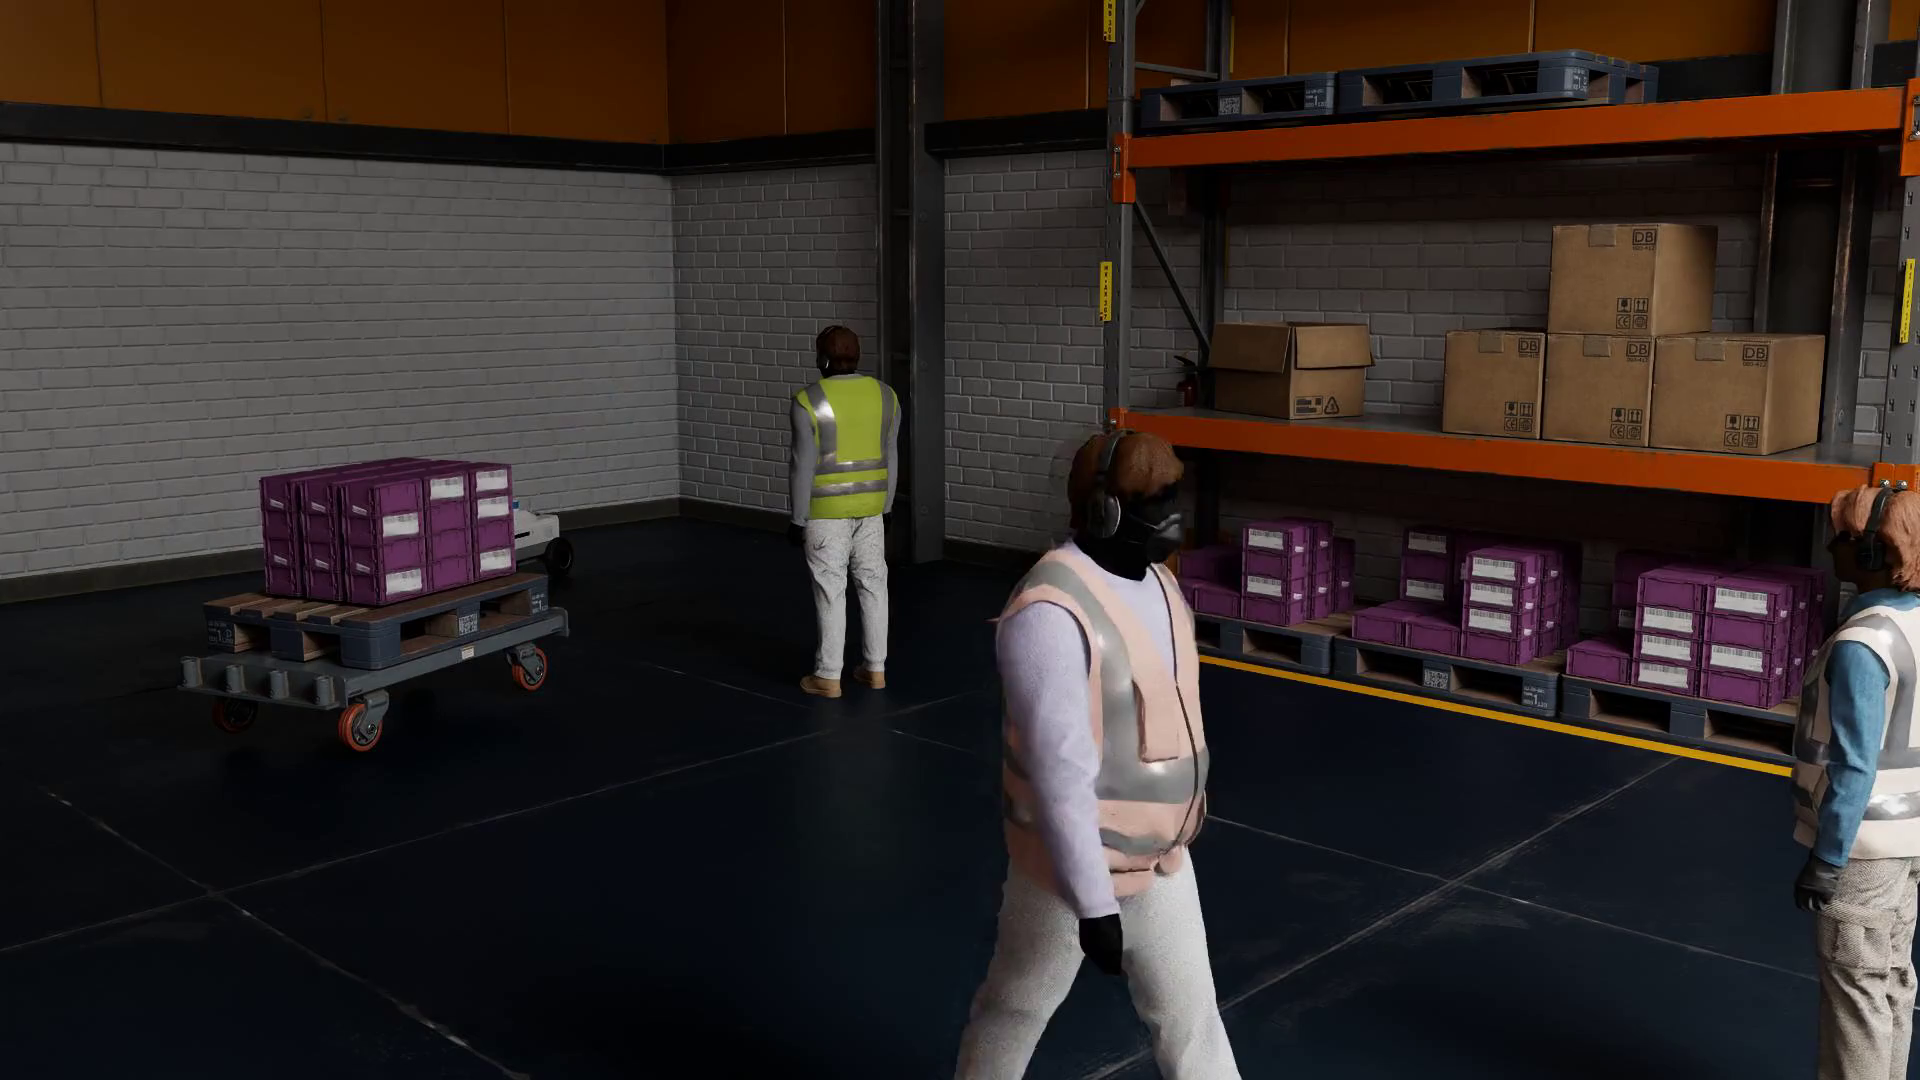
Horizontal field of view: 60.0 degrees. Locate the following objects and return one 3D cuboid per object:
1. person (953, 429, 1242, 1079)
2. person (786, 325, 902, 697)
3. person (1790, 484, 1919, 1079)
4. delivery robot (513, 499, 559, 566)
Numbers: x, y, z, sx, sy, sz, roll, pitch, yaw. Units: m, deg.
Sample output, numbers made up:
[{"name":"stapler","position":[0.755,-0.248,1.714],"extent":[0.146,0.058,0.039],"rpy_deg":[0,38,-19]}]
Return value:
[{"name":"person","position":[0.343,0.663,3.536],"extent":[0.987,1.791,0.640],"rpy_deg":[6,11,34]},{"name":"person","position":[-0.594,-0.141,8.287],"extent":[0.619,1.845,0.430],"rpy_deg":[-7,11,-35]},{"name":"person","position":[2.065,0.689,3.811],"extent":[0.309,1.641,0.512],"rpy_deg":[8,12,42]},{"name":"delivery robot","position":[-3.032,-0.030,11.256],"extent":[0.477,0.478,0.707],"rpy_deg":[3,10,21]}]
